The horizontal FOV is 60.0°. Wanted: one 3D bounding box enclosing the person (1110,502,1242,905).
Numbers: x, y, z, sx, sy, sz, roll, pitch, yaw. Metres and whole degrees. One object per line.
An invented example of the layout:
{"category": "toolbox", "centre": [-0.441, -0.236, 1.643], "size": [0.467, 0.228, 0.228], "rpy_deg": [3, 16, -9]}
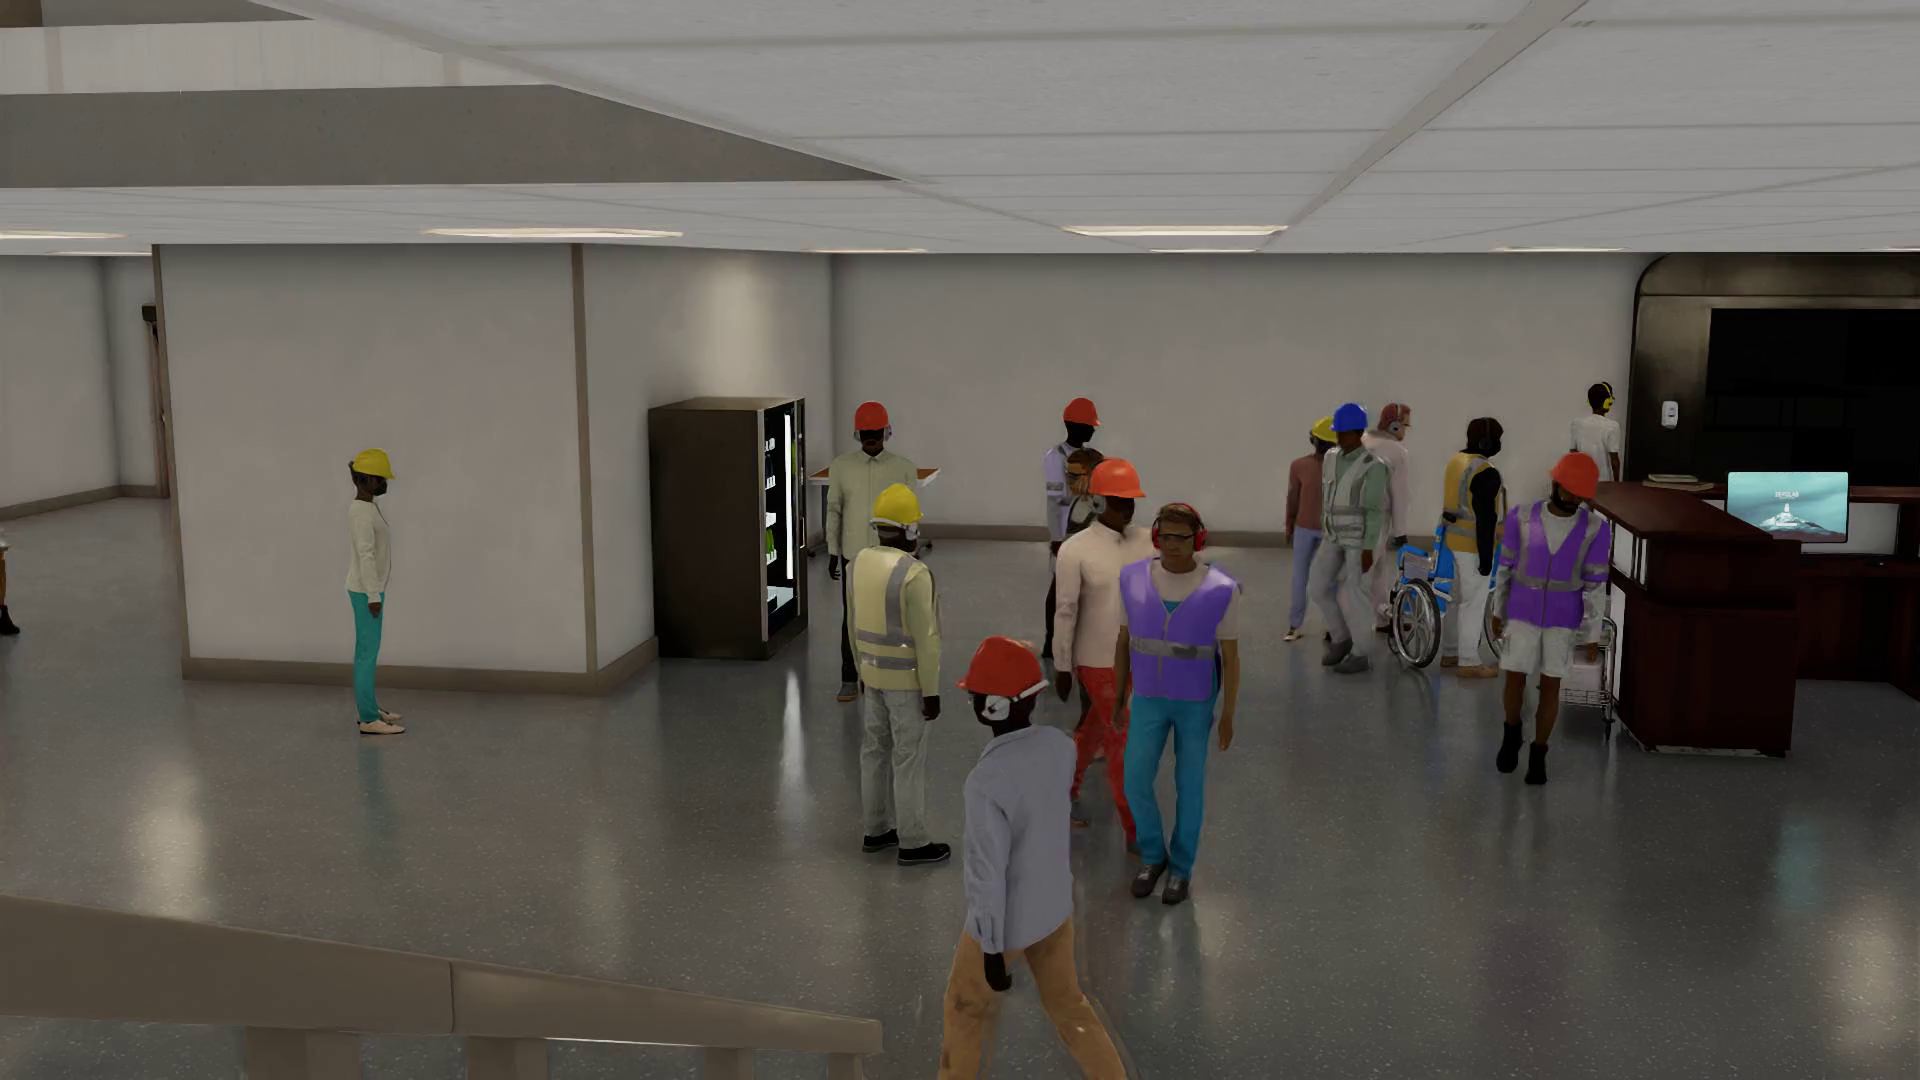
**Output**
{"category": "person", "centre": [0.951, 0.735, 7.451], "size": [0.605, 1.828, 0.490], "rpy_deg": [4, 10, 21]}

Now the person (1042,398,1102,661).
{"category": "person", "centre": [0.846, -0.079, 12.189], "size": [0.389, 1.928, 0.550], "rpy_deg": [8, 12, 40]}

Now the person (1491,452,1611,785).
{"category": "person", "centre": [3.219, 0.441, 9.102], "size": [0.591, 1.885, 0.596], "rpy_deg": [3, 10, 20]}

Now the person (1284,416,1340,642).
{"category": "person", "centre": [2.780, -0.099, 12.830], "size": [0.553, 1.748, 0.549], "rpy_deg": [4, 10, 24]}

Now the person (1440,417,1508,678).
{"category": "person", "centre": [3.615, 0.048, 11.711], "size": [0.431, 1.835, 0.647], "rpy_deg": [-1, 9, -4]}

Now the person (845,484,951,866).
{"category": "person", "centre": [-0.288, 0.644, 8.005], "size": [0.404, 1.834, 0.599], "rpy_deg": [-8, 12, -40]}

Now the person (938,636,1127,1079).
{"category": "person", "centre": [0.222, 1.149, 5.251], "size": [0.871, 1.718, 0.554], "rpy_deg": [7, 12, 37]}

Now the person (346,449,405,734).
{"category": "person", "centre": [-3.621, 0.314, 10.278], "size": [0.327, 1.760, 0.523], "rpy_deg": [-3, 10, -20]}

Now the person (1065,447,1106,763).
{"category": "person", "centre": [0.762, 0.369, 9.716], "size": [0.345, 1.837, 0.505], "rpy_deg": [-3, 10, -19]}

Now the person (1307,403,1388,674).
{"category": "person", "centre": [2.736, -0.004, 11.707], "size": [0.448, 1.924, 0.634], "rpy_deg": [-5, 11, -29]}

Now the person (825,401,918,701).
{"category": "person", "centre": [-0.582, 0.077, 11.005], "size": [0.612, 1.995, 0.376], "rpy_deg": [0, 9, -2]}

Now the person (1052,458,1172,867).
{"category": "person", "centre": [0.732, 0.556, 8.222], "size": [0.615, 1.954, 1.017], "rpy_deg": [-8, 12, -40]}

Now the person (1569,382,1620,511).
{"category": "person", "centre": [5.608, -0.459, 14.691], "size": [0.328, 1.874, 0.521], "rpy_deg": [-7, 12, -37]}

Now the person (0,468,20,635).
{"category": "person", "centre": [-7.628, -0.175, 12.826], "size": [0.703, 1.913, 0.571], "rpy_deg": [8, 12, 39]}

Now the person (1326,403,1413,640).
{"category": "person", "centre": [3.164, -0.140, 12.842], "size": [0.842, 1.845, 0.667], "rpy_deg": [-3, 10, -16]}
